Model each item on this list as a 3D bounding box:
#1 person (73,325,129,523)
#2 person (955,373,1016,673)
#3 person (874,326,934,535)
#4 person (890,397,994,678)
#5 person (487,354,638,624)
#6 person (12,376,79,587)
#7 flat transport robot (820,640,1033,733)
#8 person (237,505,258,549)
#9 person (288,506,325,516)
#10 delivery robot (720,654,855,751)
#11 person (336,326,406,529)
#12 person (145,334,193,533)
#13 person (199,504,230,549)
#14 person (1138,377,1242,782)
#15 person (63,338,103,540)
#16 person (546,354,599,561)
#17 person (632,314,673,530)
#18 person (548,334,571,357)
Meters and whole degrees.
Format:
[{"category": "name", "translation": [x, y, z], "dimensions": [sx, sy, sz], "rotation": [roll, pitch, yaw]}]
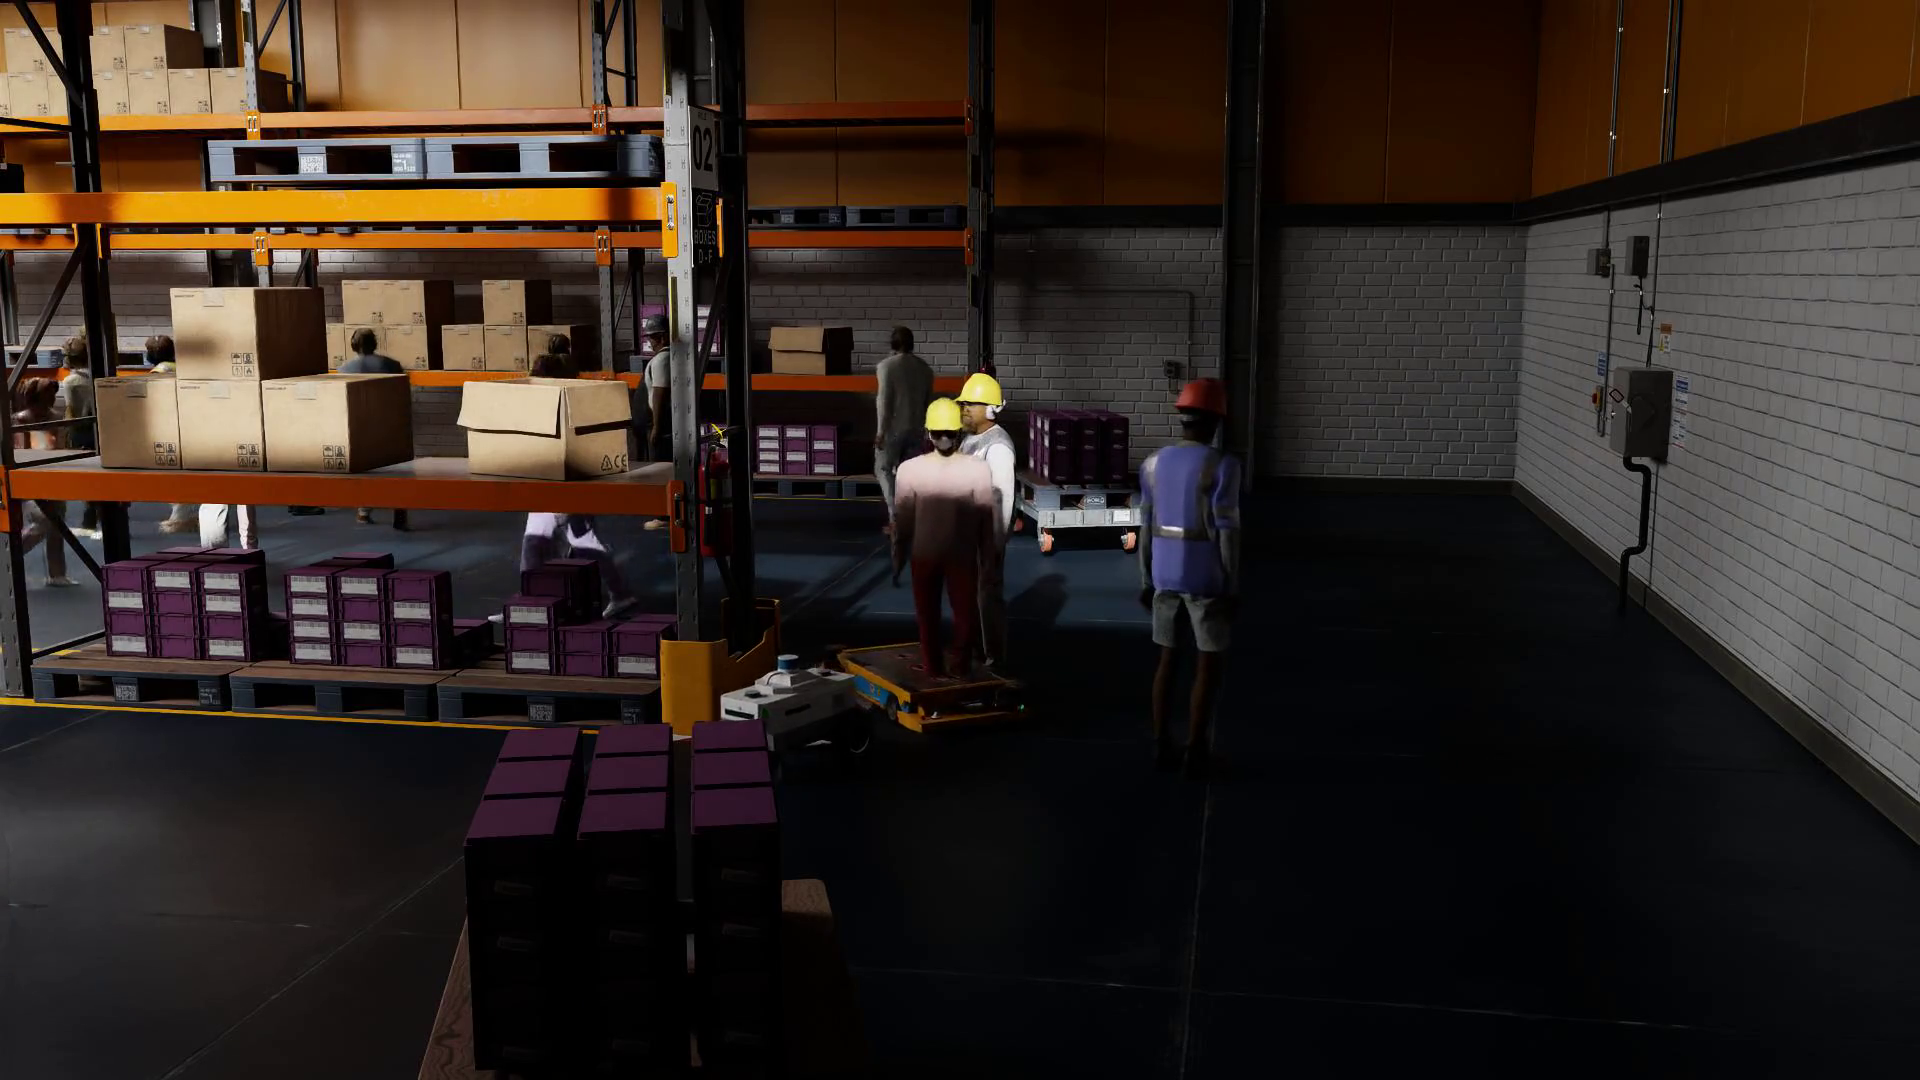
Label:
[{"category": "person", "translation": [-8.321, -1.134, 16.038], "dimensions": [0.354, 1.937, 0.635], "rotation": [-7, 12, -38]}, {"category": "person", "translation": [0.108, -0.038, 9.545], "dimensions": [0.404, 1.836, 0.600], "rotation": [-3, 10, -17]}, {"category": "person", "translation": [-0.522, -0.976, 15.127], "dimensions": [0.690, 1.923, 0.546], "rotation": [-8, 12, -40]}, {"category": "person", "translation": [-0.098, 0.110, 8.877], "dimensions": [0.558, 1.750, 0.344], "rotation": [0, 9, 1]}, {"category": "person", "translation": [-2.715, -0.345, 11.397], "dimensions": [0.989, 1.865, 0.662], "rotation": [0, 9, 1]}, {"category": "person", "translation": [-7.026, -0.431, 12.639], "dimensions": [0.467, 1.625, 0.534], "rotation": [1, 9, 7]}, {"category": "flat transport robot", "translation": [-0.221, 0.785, 9.285], "dimensions": [0.652, 0.197, 1.431], "rotation": [-5, 10, -26]}, {"category": "person", "translation": [-5.955, -0.758, 13.527], "dimensions": [0.623, 1.993, 0.384], "rotation": [-7, 11, -35]}, {"category": "person", "translation": [-6.565, -1.210, 16.511], "dimensions": [0.357, 1.938, 0.542], "rotation": [-5, 10, -28]}, {"category": "delivery robot", "translation": [-0.828, 0.798, 8.038], "dimensions": [0.477, 0.478, 0.707], "rotation": [7, 11, 35]}, {"category": "person", "translation": [-5.515, -1.055, 15.674], "dimensions": [0.638, 1.909, 0.916], "rotation": [-5, 11, -30]}, {"category": "person", "translation": [-7.349, -0.987, 15.427], "dimensions": [0.429, 1.842, 0.631], "rotation": [-1, 9, -5]}, {"category": "person", "translation": [-5.810, -0.616, 12.998], "dimensions": [0.356, 1.883, 0.572], "rotation": [-7, 11, -36]}, {"category": "person", "translation": [1.107, 0.182, 7.954], "dimensions": [0.563, 1.910, 0.447], "rotation": [8, 12, 41]}, {"category": "person", "translation": [-7.869, -0.905, 14.978], "dimensions": [0.558, 1.840, 0.530], "rotation": [1, 9, 9]}, {"category": "person", "translation": [-2.908, -0.454, 12.211], "dimensions": [0.493, 1.816, 0.591], "rotation": [3, 10, 21]}, {"category": "person", "translation": [-2.806, -1.124, 15.656], "dimensions": [0.535, 2.000, 0.687], "rotation": [1, 9, 5]}, {"category": "person", "translation": [-4.161, -1.226, 17.155], "dimensions": [0.900, 1.787, 0.675], "rotation": [-1, 9, -4]}]
